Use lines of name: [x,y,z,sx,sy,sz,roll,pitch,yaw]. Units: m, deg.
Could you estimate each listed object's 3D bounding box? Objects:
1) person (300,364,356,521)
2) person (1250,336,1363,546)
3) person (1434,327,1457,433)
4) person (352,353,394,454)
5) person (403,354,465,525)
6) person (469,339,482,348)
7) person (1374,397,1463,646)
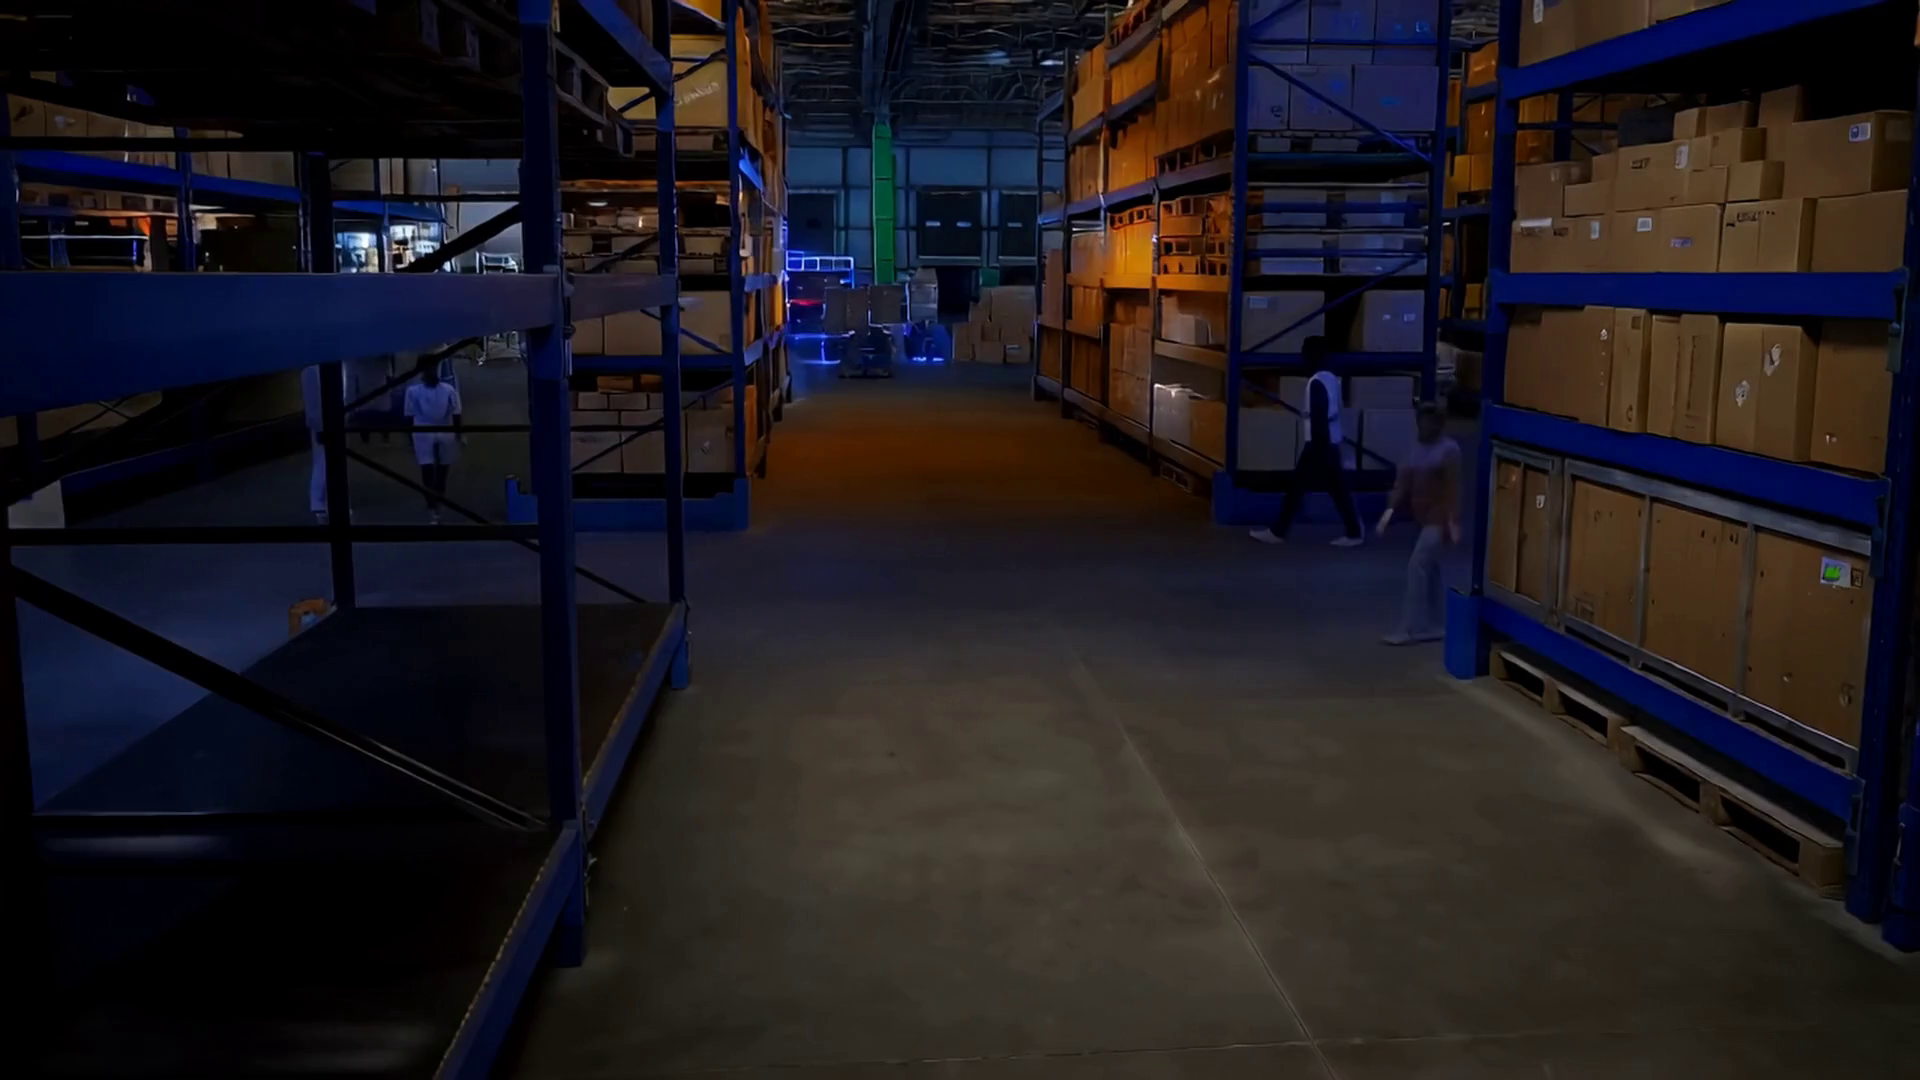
person: [-6.205,-1.108,16.384,0.430,1.830,0.641,2,9,11]
person: [3.131,-0.866,14.752,1.010,1.860,0.622,3,10,20]
person: [7.337,-2.436,25.336,0.529,1.623,0.408,-7,11,-36]
person: [-7.934,-1.996,22.504,0.546,1.637,0.874,-2,9,-12]
person: [-5.090,-0.974,16.079,0.534,1.654,0.863,-4,10,-25]
person: [-15.963,-7.274,54.822,0.392,1.917,0.592,-8,12,-41]
person: [2.977,-0.108,10.711,0.623,1.614,0.552,-2,9,-11]
